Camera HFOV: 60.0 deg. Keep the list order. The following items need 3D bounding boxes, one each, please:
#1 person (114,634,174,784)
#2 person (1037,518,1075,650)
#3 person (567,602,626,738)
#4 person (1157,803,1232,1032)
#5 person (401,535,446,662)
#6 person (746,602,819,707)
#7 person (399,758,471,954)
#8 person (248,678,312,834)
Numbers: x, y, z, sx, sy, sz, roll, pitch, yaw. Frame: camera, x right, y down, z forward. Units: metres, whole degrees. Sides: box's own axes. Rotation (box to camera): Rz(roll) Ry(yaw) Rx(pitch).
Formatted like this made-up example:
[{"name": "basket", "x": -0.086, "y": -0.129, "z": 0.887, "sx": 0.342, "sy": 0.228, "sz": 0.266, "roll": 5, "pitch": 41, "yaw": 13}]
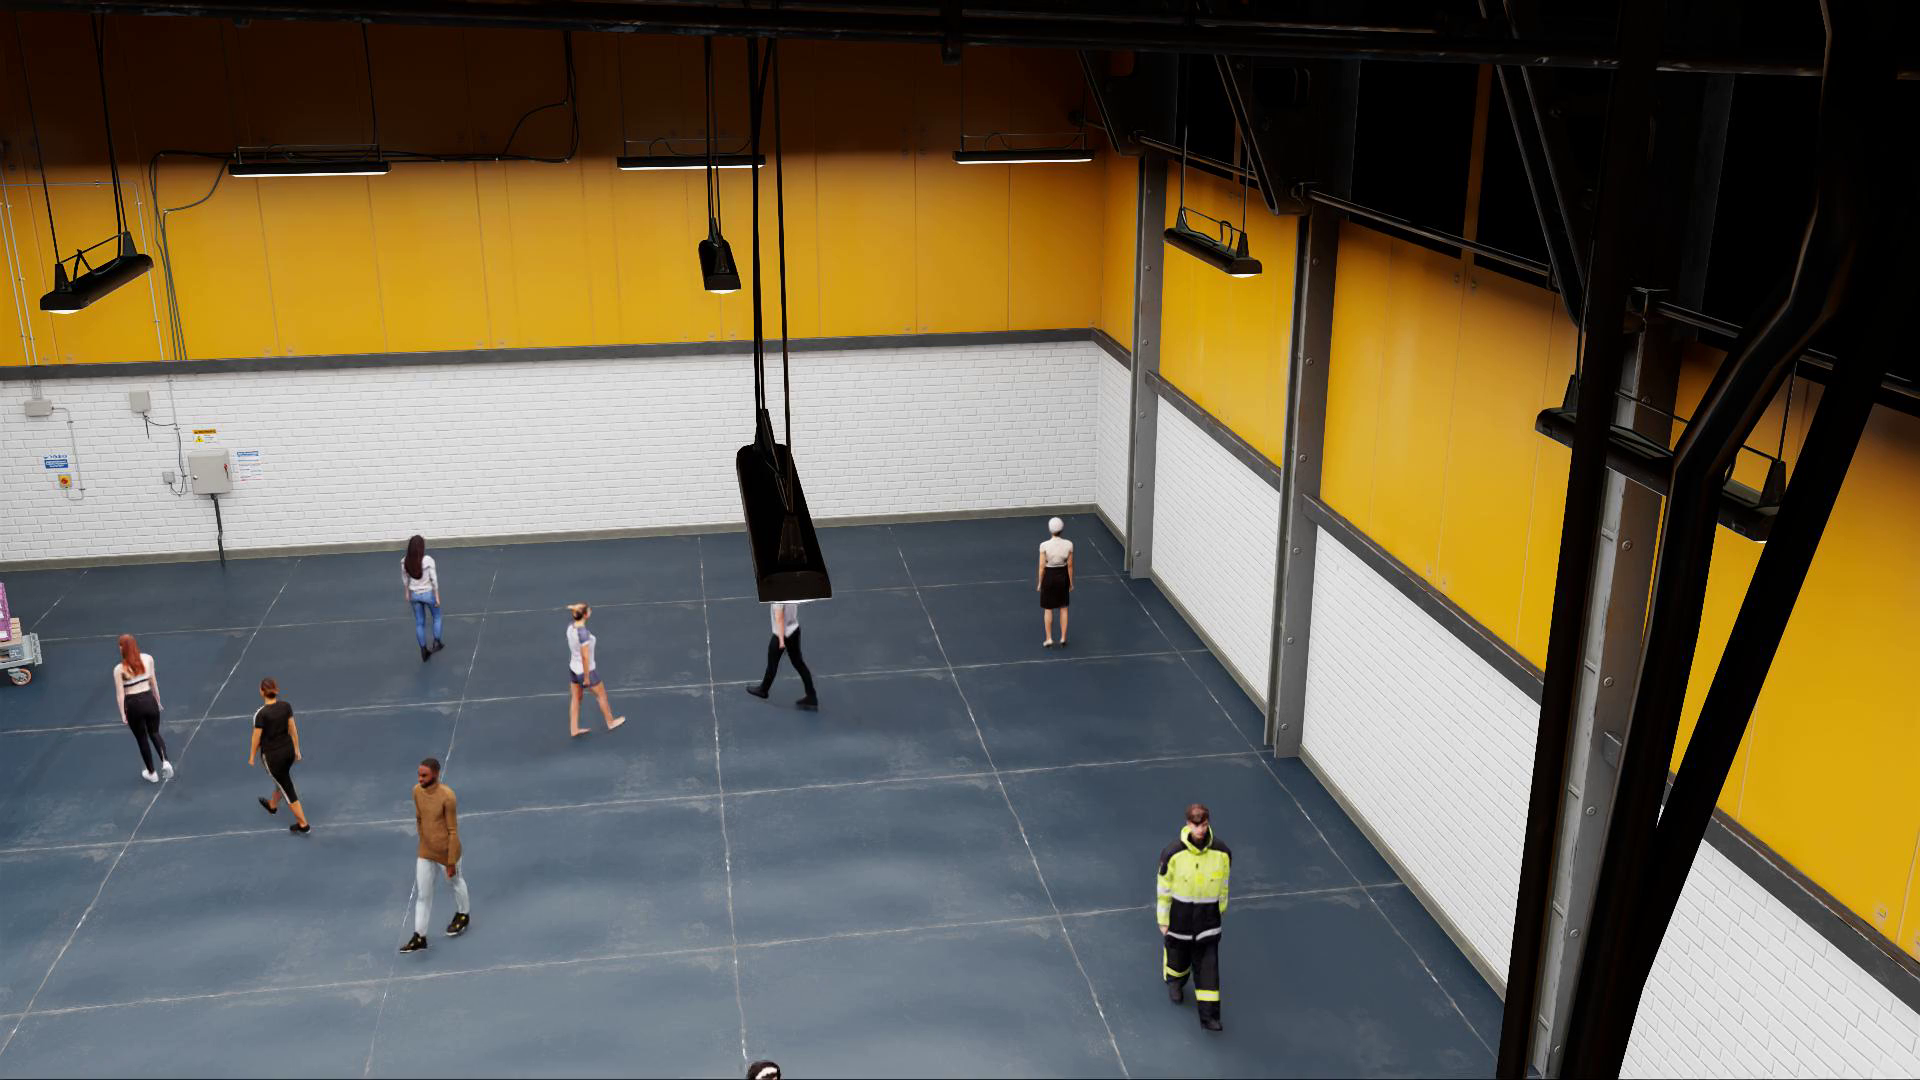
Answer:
[{"name": "person", "x": -8.698, "y": 1.830, "z": 17.769, "sx": 0.960, "sy": 1.734, "sz": 0.879, "roll": 15, "pitch": 24, "yaw": 37}, {"name": "person", "x": 1.234, "y": 0.563, "z": 21.504, "sx": 0.637, "sy": 1.752, "sz": 0.512, "roll": -3, "pitch": 19, "yaw": -9}, {"name": "person", "x": -4.358, "y": 1.507, "z": 18.940, "sx": 0.906, "sy": 1.599, "sz": 0.912, "roll": -16, "pitch": 25, "yaw": -40}, {"name": "person", "x": 1.913, "y": 3.045, "z": 13.853, "sx": 0.837, "sy": 1.930, "sz": 1.191, "roll": -2, "pitch": 19, "yaw": -6}, {"name": "person", "x": -6.854, "y": 0.756, "z": 21.144, "sx": 0.710, "sy": 1.615, "sz": 0.750, "roll": 1, "pitch": 19, "yaw": 2}, {"name": "person", "x": -1.978, "y": 1.142, "z": 19.686, "sx": 1.206, "sy": 1.815, "sz": 1.233, "roll": 9, "pitch": 21, "yaw": 26}, {"name": "person", "x": -4.610, "y": 2.753, "z": 14.949, "sx": 1.001, "sy": 1.785, "sz": 1.170, "roll": 7, "pitch": 20, "yaw": 20}, {"name": "person", "x": -6.829, "y": 2.213, "z": 16.806, "sx": 1.051, "sy": 1.623, "sz": 1.080, "roll": 9, "pitch": 21, "yaw": 25}]
